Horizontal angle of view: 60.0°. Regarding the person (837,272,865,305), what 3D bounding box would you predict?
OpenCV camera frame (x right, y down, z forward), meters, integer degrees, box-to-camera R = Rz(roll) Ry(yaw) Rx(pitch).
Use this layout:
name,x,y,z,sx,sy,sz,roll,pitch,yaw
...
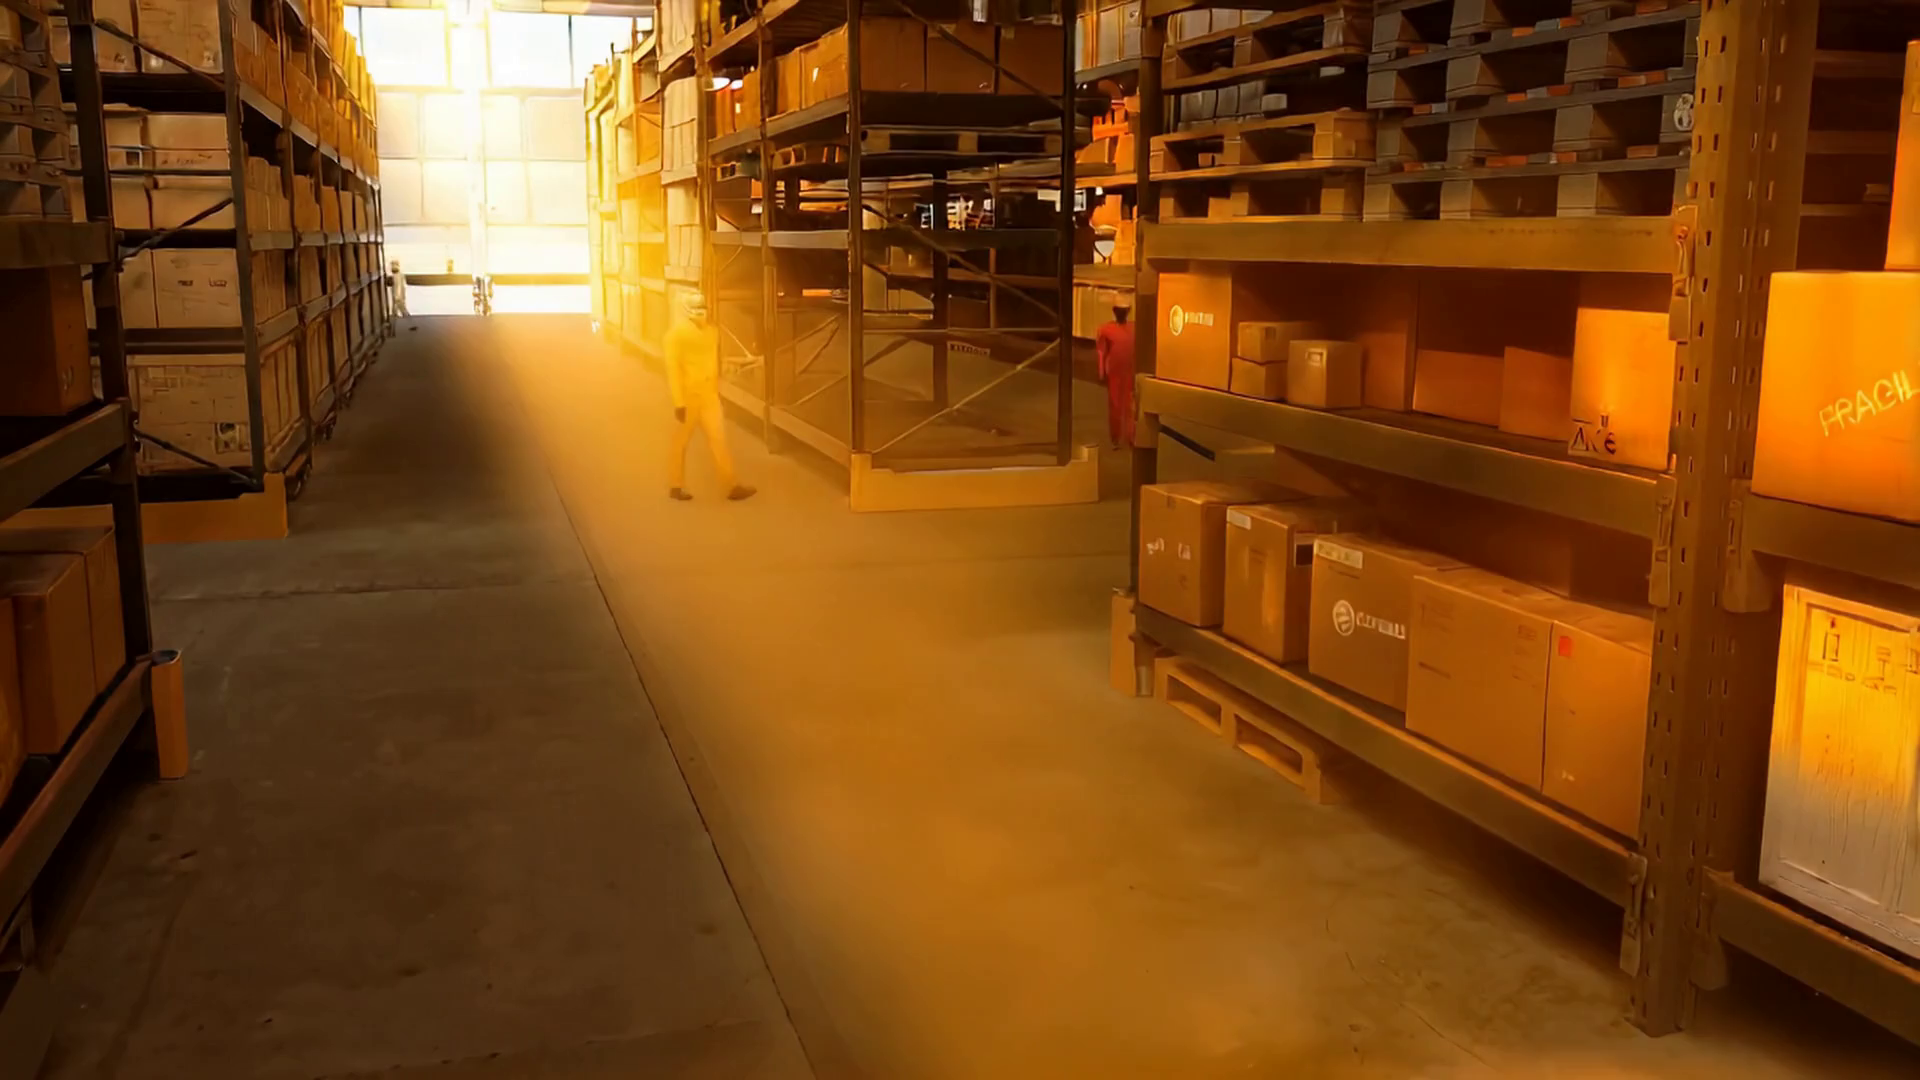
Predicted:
name,x,y,z,sx,sy,sz,roll,pitch,yaw
person,-2.573,-5.709,39.100,0.651,1.880,0.765,-3,11,-16

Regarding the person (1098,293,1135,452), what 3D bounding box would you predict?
name,x,y,z,sx,sy,sz,roll,pitch,yaw
person,1.766,-1.798,18.038,0.548,1.742,0.654,-1,10,-6

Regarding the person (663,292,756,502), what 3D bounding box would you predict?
name,x,y,z,sx,sy,sz,roll,pitch,yaw
person,-2.265,-1.239,14.659,0.992,1.852,0.667,9,13,39

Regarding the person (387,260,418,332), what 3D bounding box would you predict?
name,x,y,z,sx,sy,sz,roll,pitch,yaw
person,-13.931,-6.029,41.155,0.954,1.784,0.602,-1,10,-7

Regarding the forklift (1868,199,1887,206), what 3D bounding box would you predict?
name,x,y,z,sx,sy,sz,roll,pitch,yaw
forklift,11.338,-2.915,21.052,1.129,2.768,1.873,-3,11,-17
